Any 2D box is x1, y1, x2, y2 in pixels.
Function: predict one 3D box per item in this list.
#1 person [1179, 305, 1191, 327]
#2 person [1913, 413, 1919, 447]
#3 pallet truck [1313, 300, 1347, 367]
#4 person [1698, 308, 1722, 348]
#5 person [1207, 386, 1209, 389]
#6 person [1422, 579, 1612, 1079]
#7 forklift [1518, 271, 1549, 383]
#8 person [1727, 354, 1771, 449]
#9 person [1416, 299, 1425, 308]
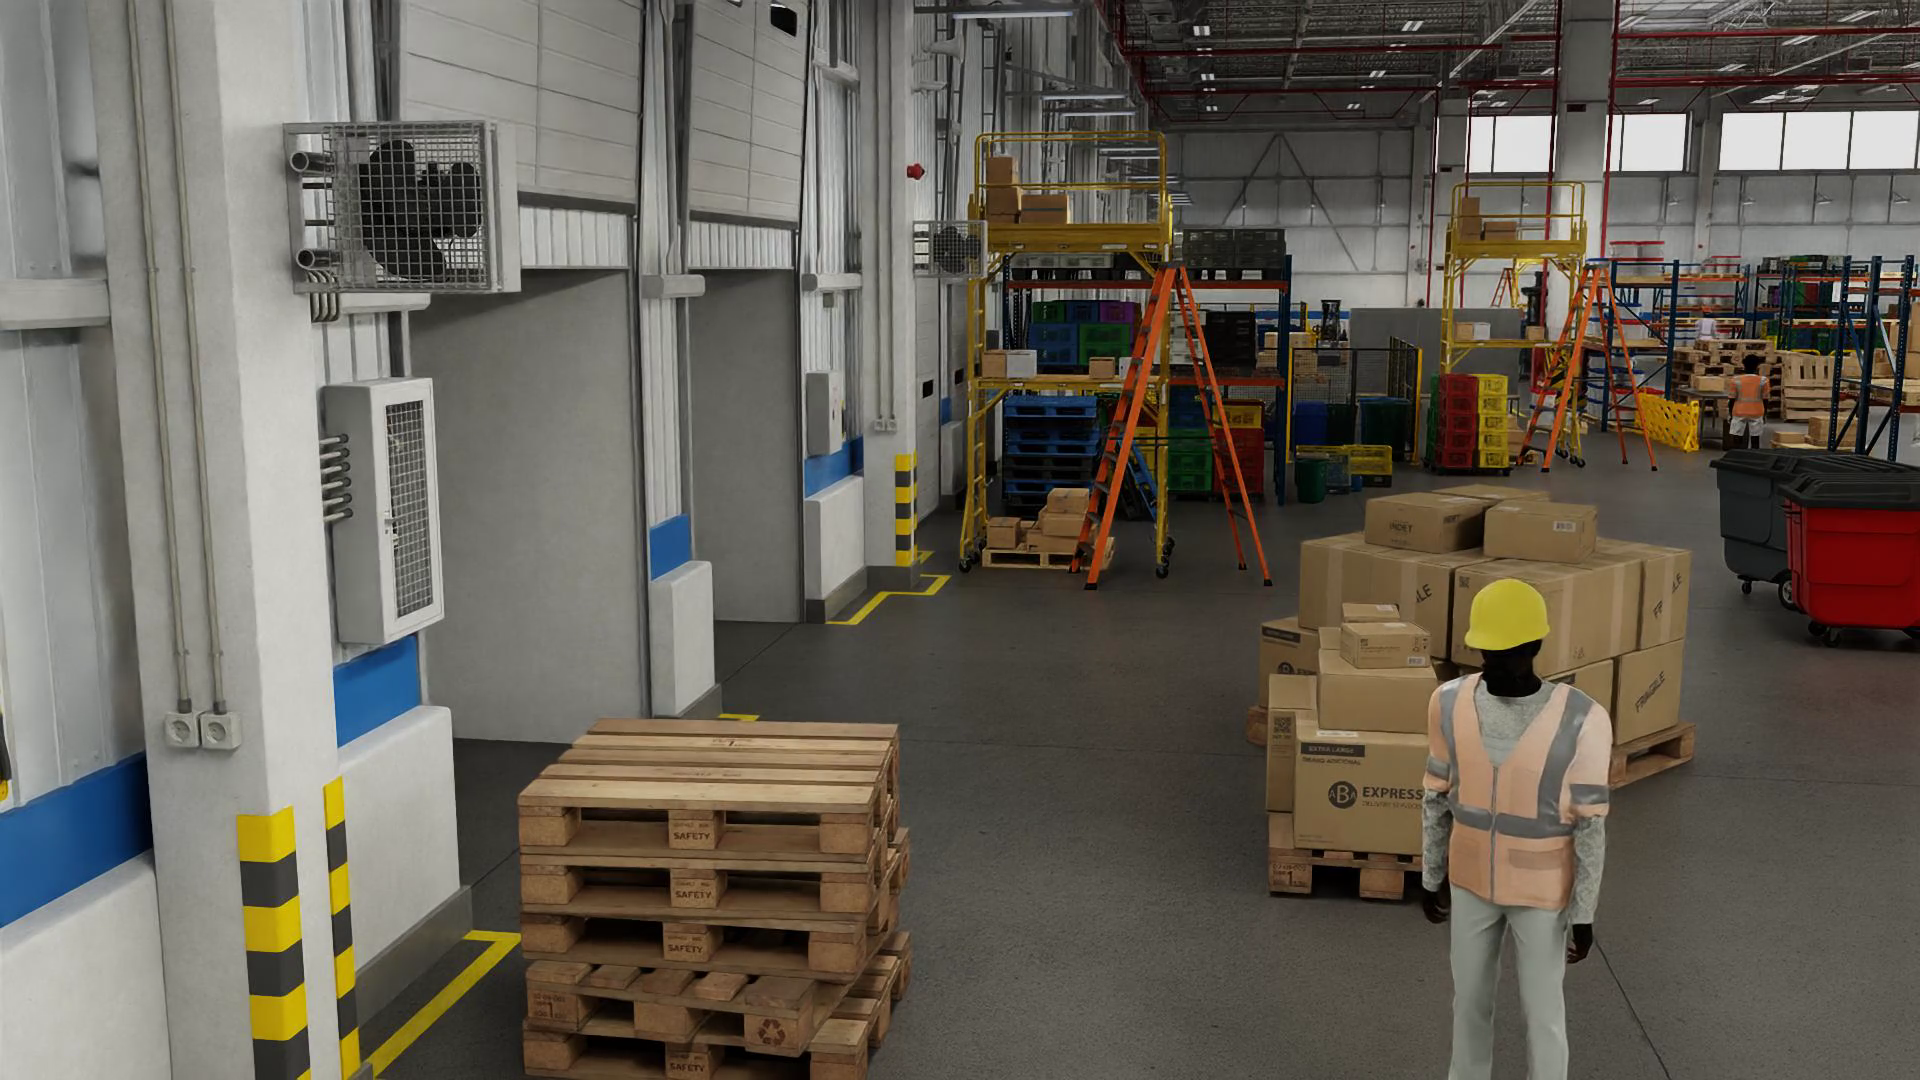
[{"bbox_3d":[6.103,-5.363,44.776,0.544,1.930,0.388,-7,11,-36],"label":"person"},{"bbox_3d":[15.664,-2.353,26.816,0.344,1.735,0.484,9,13,42],"label":"person"},{"bbox_3d":[11.159,-6.200,49.718,0.823,1.965,1.885,4,10,26],"label":"pallet truck"},{"bbox_3d":[19.401,-5.065,43.087,0.400,1.887,0.656,-7,11,-36],"label":"person"},{"bbox_3d":[5.143,-3.651,35.136,0.312,1.633,0.519,-5,11,-29],"label":"person"},{"bbox_3d":[1.696,1.062,5.182,0.586,1.918,0.398,8,12,40],"label":"person"},{"bbox_3d":[14.928,-5.367,41.864,1.129,2.768,1.873,6,11,35],"label":"forklift"},{"bbox_3d":[10.901,-1.721,23.009,0.540,1.700,0.316,3,10,20],"label":"person"},{"bbox_3d":[15.235,-7.022,55.089,0.652,1.890,0.971,6,11,34],"label":"person"}]
